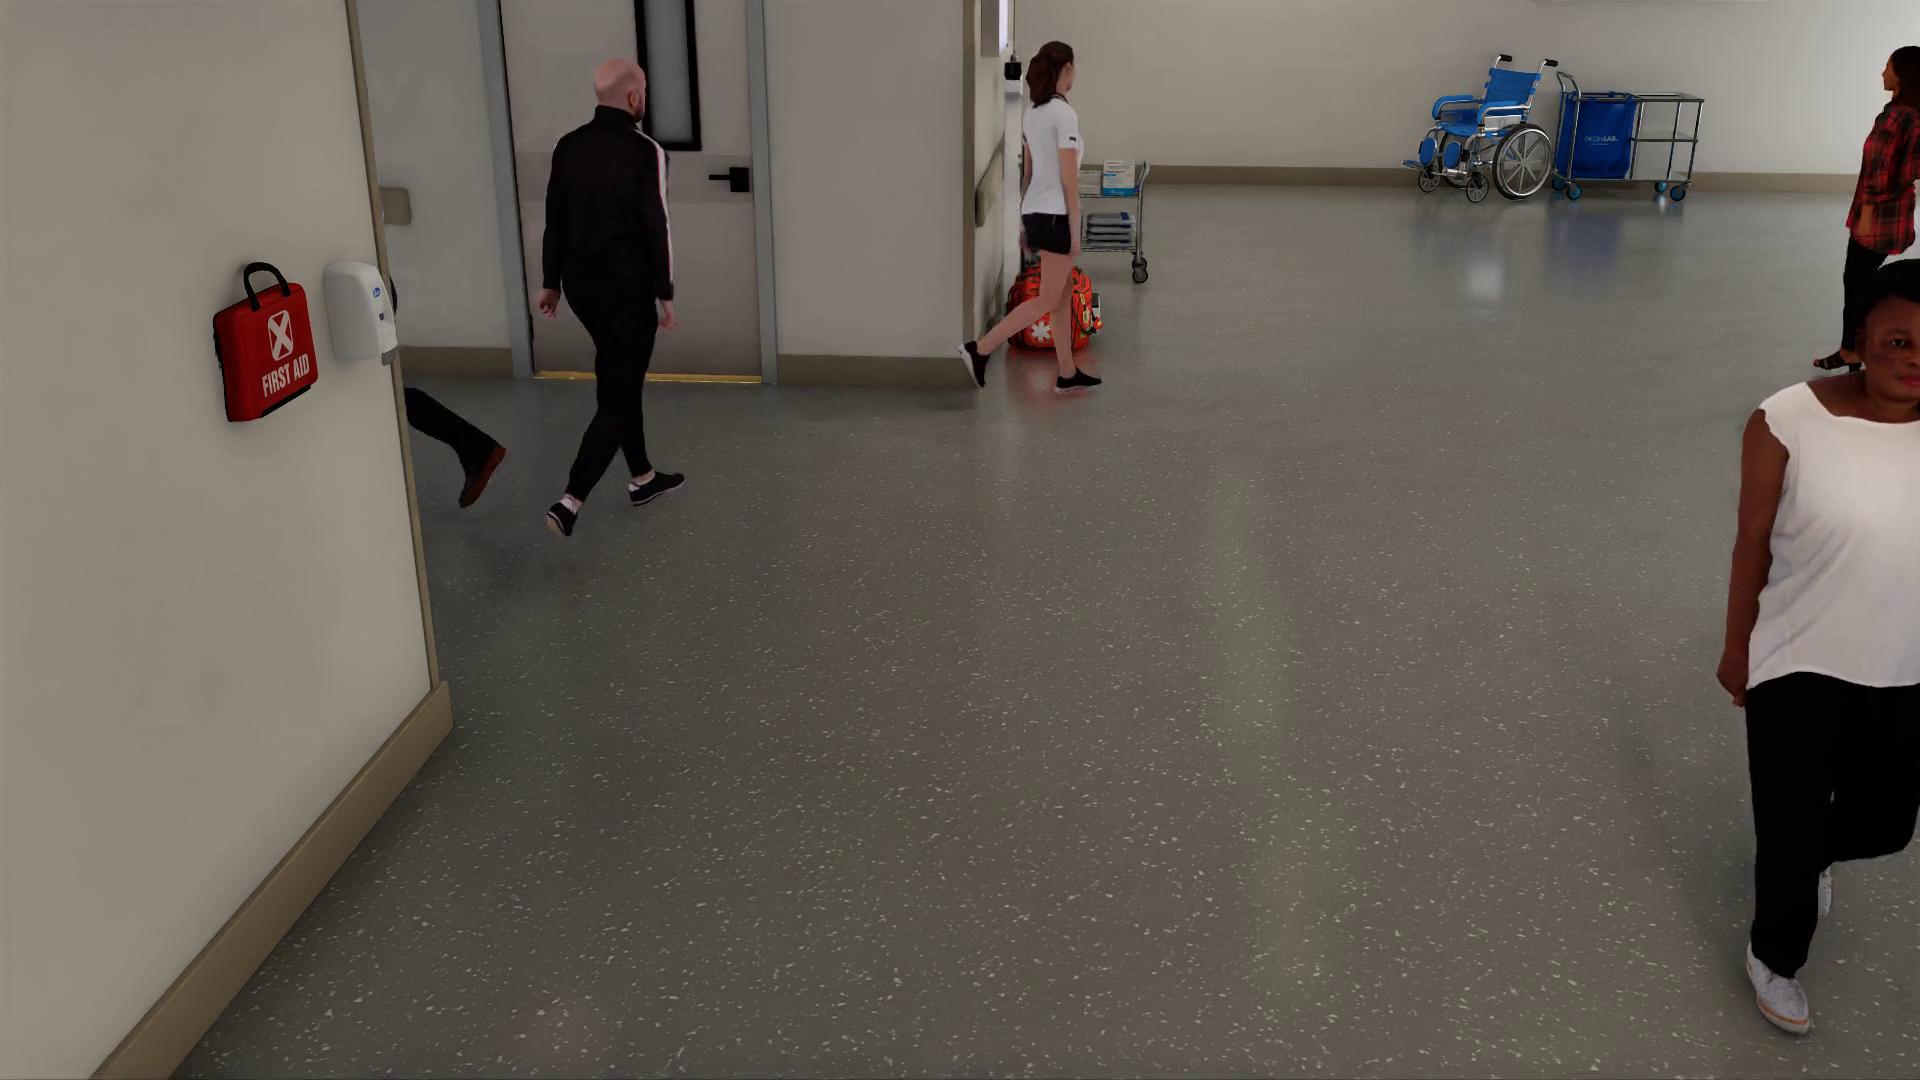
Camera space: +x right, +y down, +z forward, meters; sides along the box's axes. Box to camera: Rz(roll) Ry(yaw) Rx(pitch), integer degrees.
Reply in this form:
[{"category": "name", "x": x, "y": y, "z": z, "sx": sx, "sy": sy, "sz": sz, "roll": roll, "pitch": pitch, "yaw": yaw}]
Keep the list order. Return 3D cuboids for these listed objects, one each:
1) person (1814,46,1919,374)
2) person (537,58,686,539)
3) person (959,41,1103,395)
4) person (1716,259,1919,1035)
[{"category": "person", "x": 4.823, "y": -1.654, "z": 8.551, "sx": 0.879, "sy": 1.690, "sz": 0.930, "roll": -19, "pitch": 28, "yaw": -41}, {"category": "person", "x": -1.378, "y": -0.851, "z": 6.299, "sx": 1.039, "sy": 1.782, "sz": 1.312, "roll": 10, "pitch": 23, "yaw": 24}, {"category": "person", "x": 0.360, "y": -1.516, "z": 8.148, "sx": 1.003, "sy": 1.717, "sz": 1.050, "roll": -10, "pitch": 23, "yaw": -24}, {"category": "person", "x": 1.928, "y": 0.214, "z": 3.634, "sx": 0.652, "sy": 1.680, "sz": 0.770, "roll": 1, "pitch": 21, "yaw": 4}]
